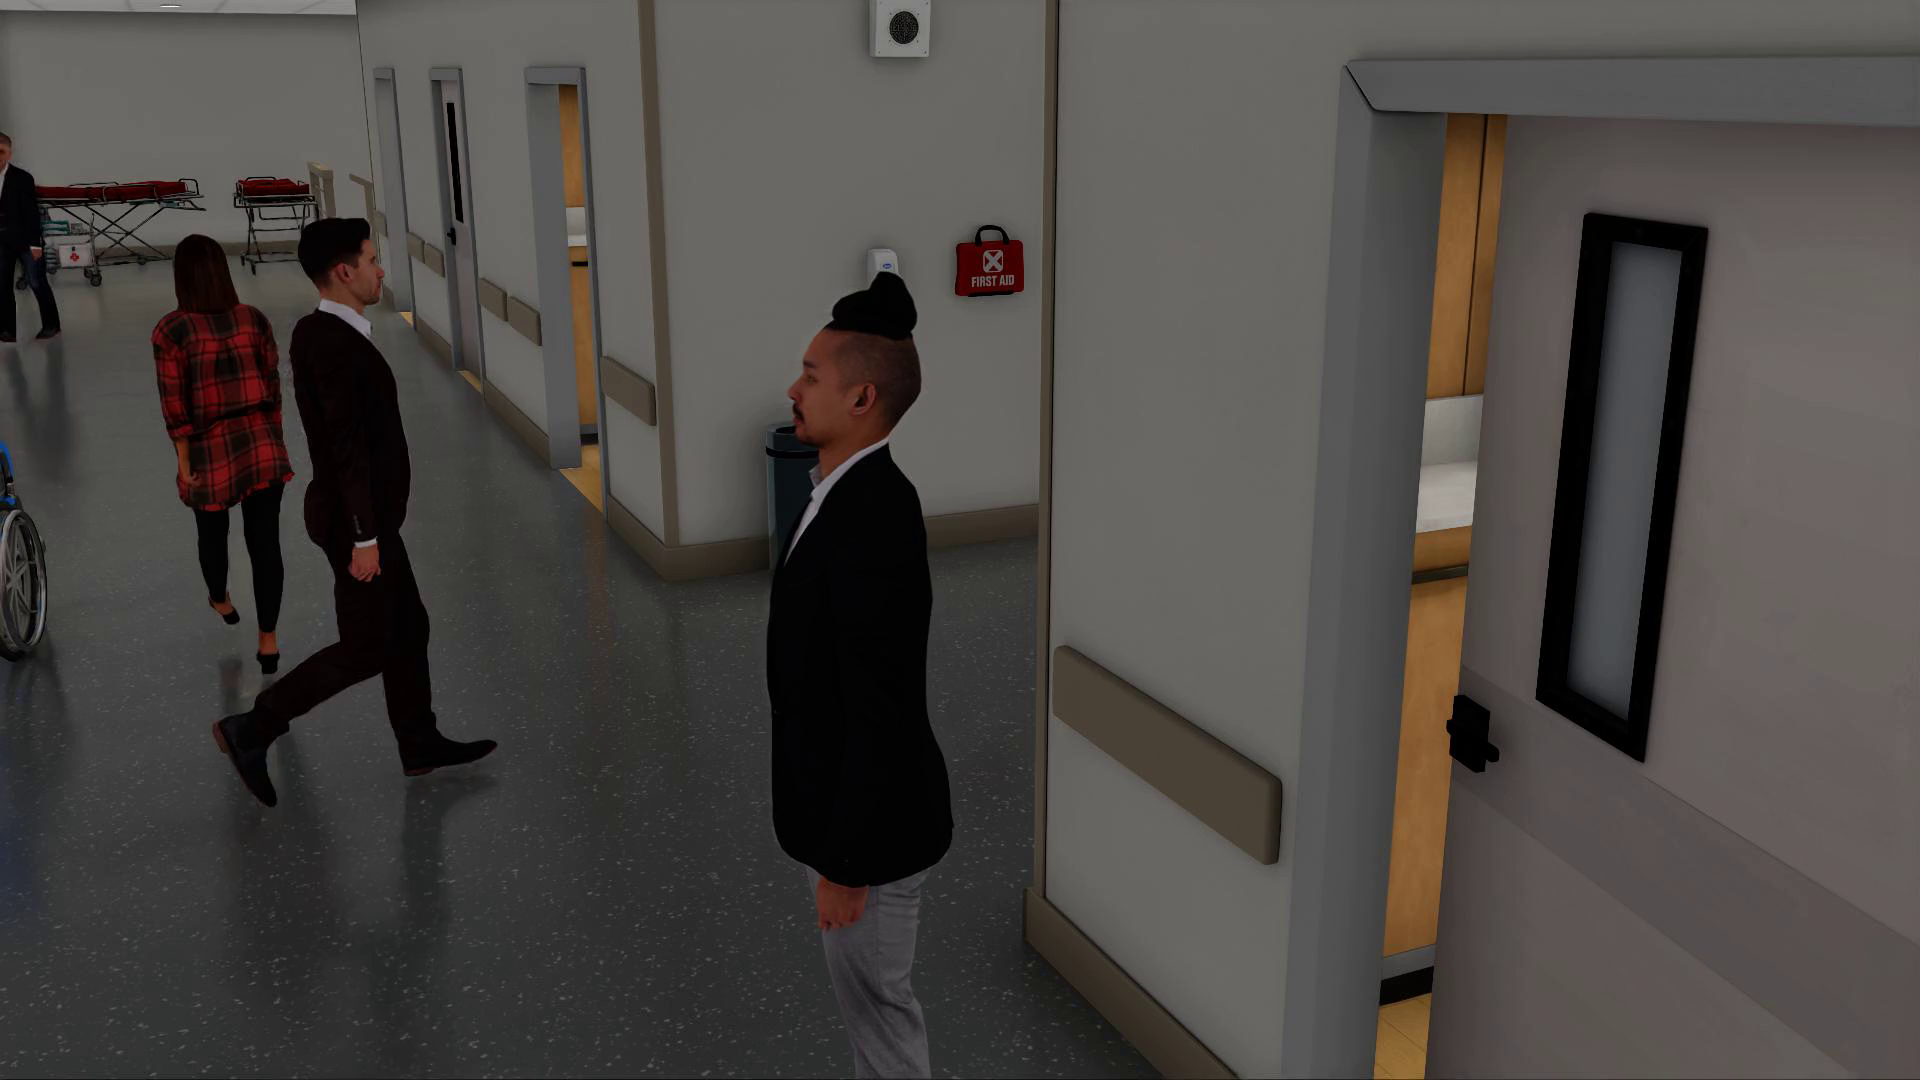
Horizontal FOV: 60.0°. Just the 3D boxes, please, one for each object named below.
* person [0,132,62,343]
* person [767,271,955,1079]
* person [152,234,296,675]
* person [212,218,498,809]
[{"bbox_3d":[-8.115,-2.606,14.389,0.992,1.775,1.155,3,16,9],"label":"person"},{"bbox_3d":[-0.181,0.470,3.158,0.825,1.950,0.636,-3,16,-9],"label":"person"},{"bbox_3d":[-2.774,-0.289,6.397,0.684,1.653,1.103,-9,18,-30],"label":"person"},{"bbox_3d":[-1.970,-0.052,5.210,0.750,1.841,1.029,-8,18,-26],"label":"person"}]
